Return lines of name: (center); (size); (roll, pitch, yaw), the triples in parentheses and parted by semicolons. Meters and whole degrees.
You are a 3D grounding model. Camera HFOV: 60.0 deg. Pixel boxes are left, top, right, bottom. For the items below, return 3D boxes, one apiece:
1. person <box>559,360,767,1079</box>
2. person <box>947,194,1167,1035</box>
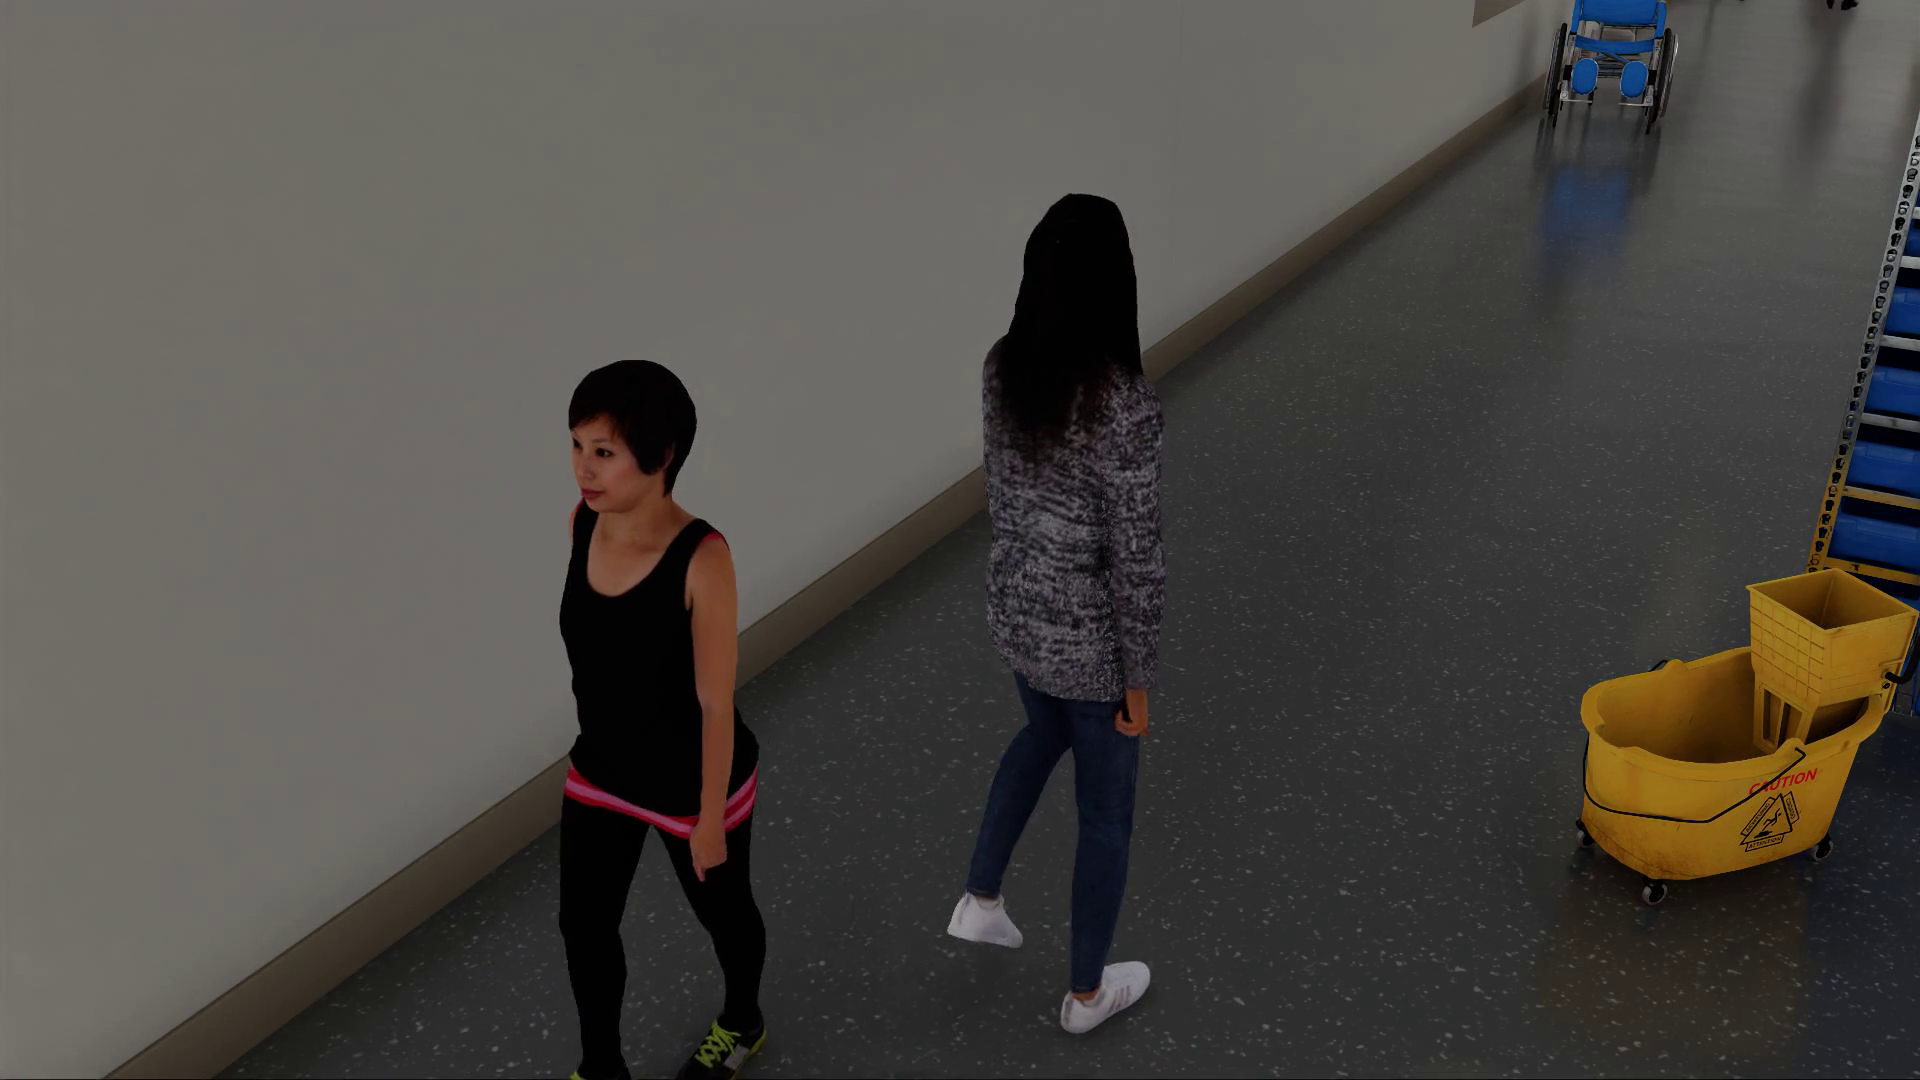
person: (-0.500, 0.380, 3.102); (0.692, 1.539, 0.635); (16, 30, 30)
person: (0.145, 0.197, 3.280); (0.790, 1.713, 0.726); (-20, 32, -35)
